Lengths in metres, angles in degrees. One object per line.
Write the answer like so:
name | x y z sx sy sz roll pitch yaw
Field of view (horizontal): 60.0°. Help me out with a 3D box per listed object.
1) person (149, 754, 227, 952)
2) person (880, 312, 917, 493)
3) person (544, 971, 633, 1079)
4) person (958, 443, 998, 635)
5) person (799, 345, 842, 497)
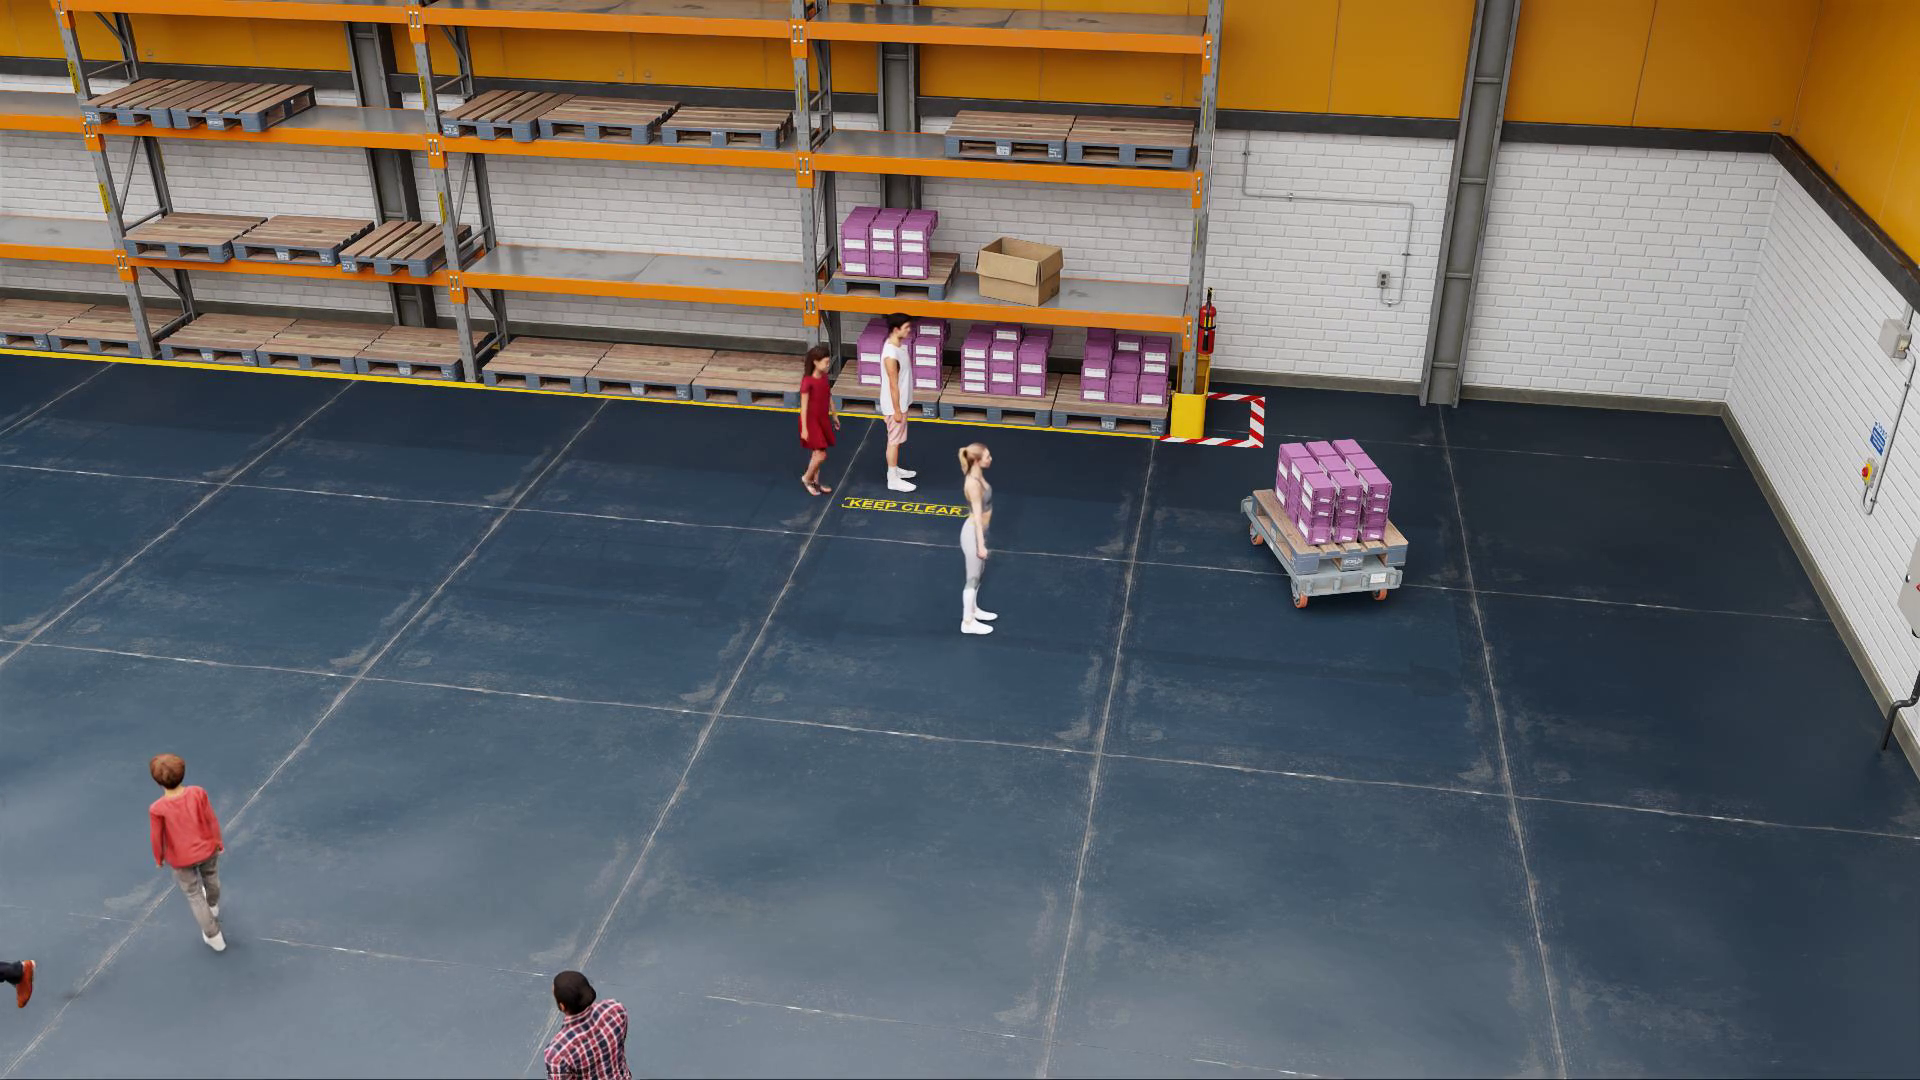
person | -4.790 1.972 10.398 0.799 1.399 0.894 -23 36 -36
person | -0.628 -1.350 16.085 0.621 1.786 0.670 0 29 1
person | -1.761 2.897 8.347 1.071 1.741 0.955 23 36 36
person | 0.115 -0.020 13.731 0.564 1.705 0.587 2 29 3
person | -1.447 -1.157 15.994 0.701 1.534 0.643 14 32 24
